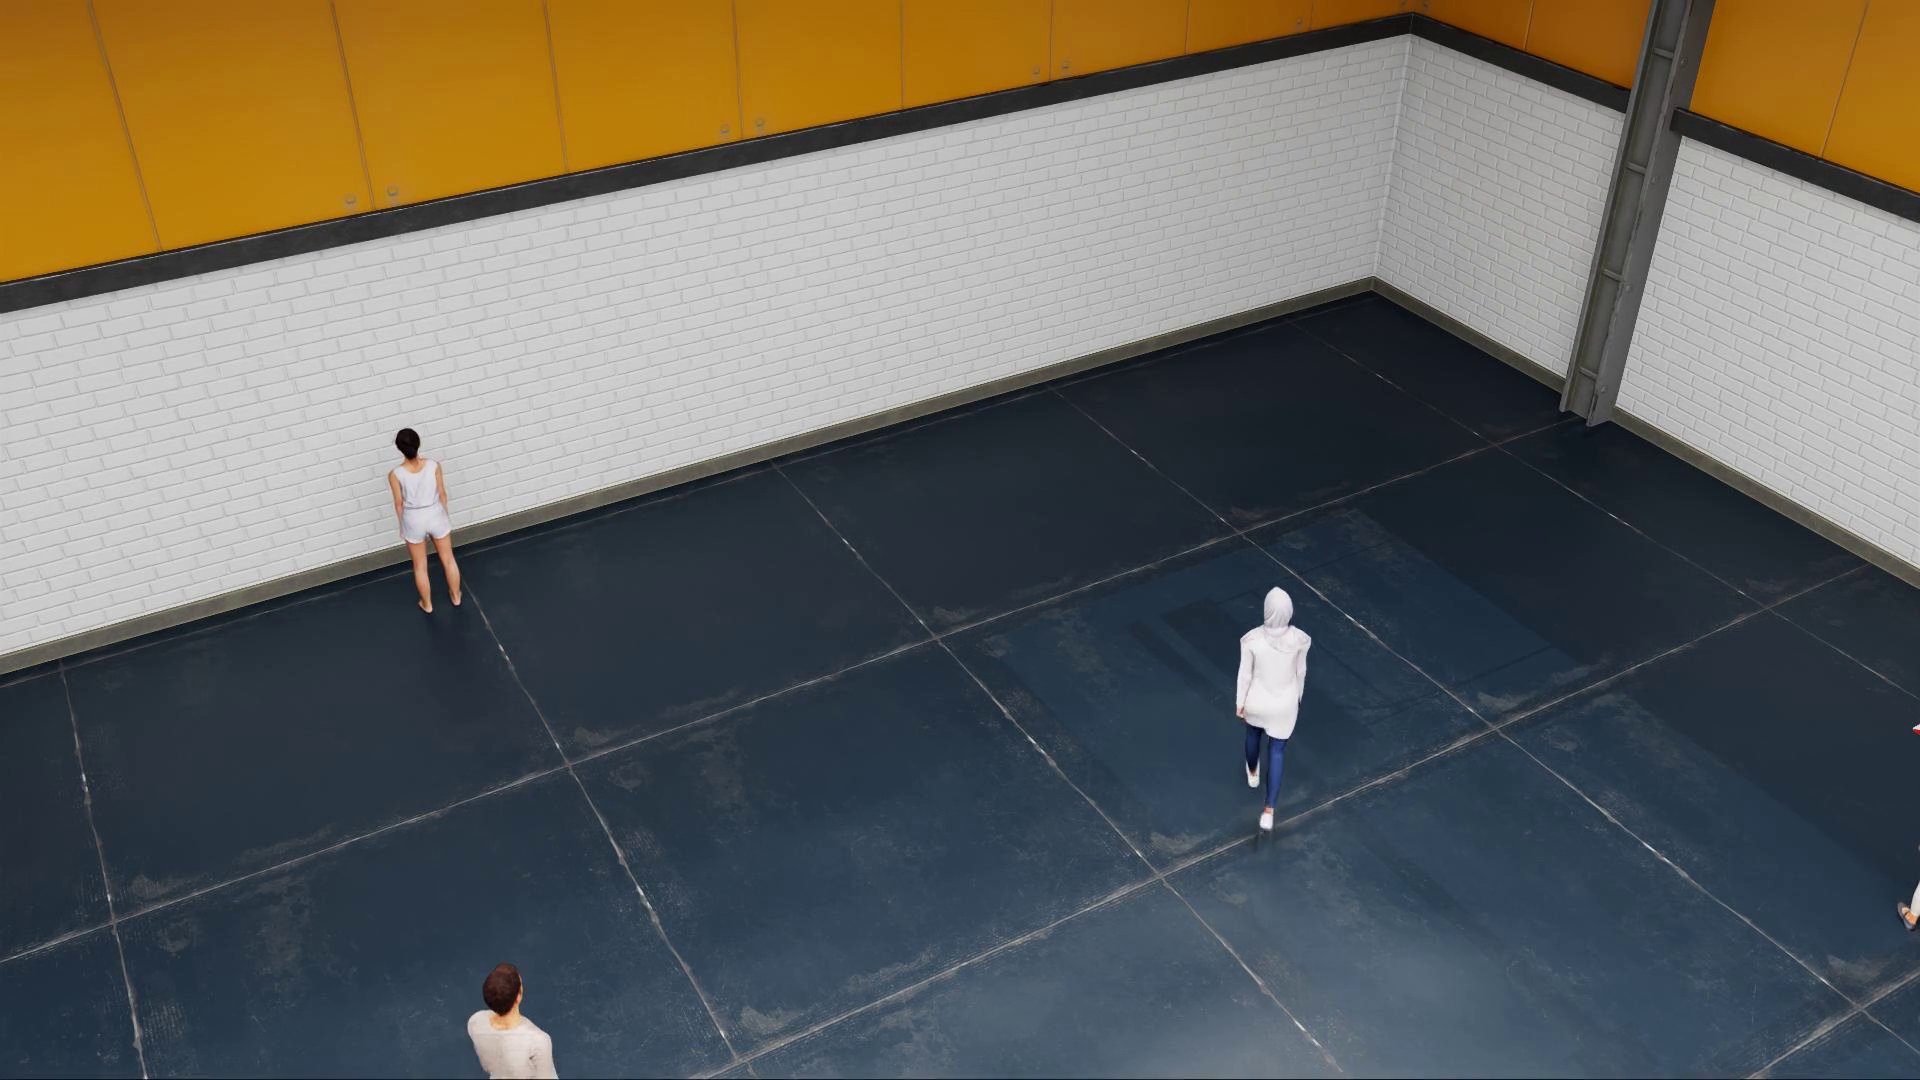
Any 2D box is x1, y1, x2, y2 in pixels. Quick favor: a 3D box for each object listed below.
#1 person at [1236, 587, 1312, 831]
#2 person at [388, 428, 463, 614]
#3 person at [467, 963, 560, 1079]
[{"bbox_3d":[2.053,1.125,10.952,1.043,1.751,1.141,6,34,9],"label":"person"},{"bbox_3d":[-4.189,-0.159,13.002,0.546,1.620,0.493,-17,37,-23],"label":"person"},{"bbox_3d":[-2.191,2.874,8.245,1.063,1.835,1.106,11,35,16],"label":"person"}]
